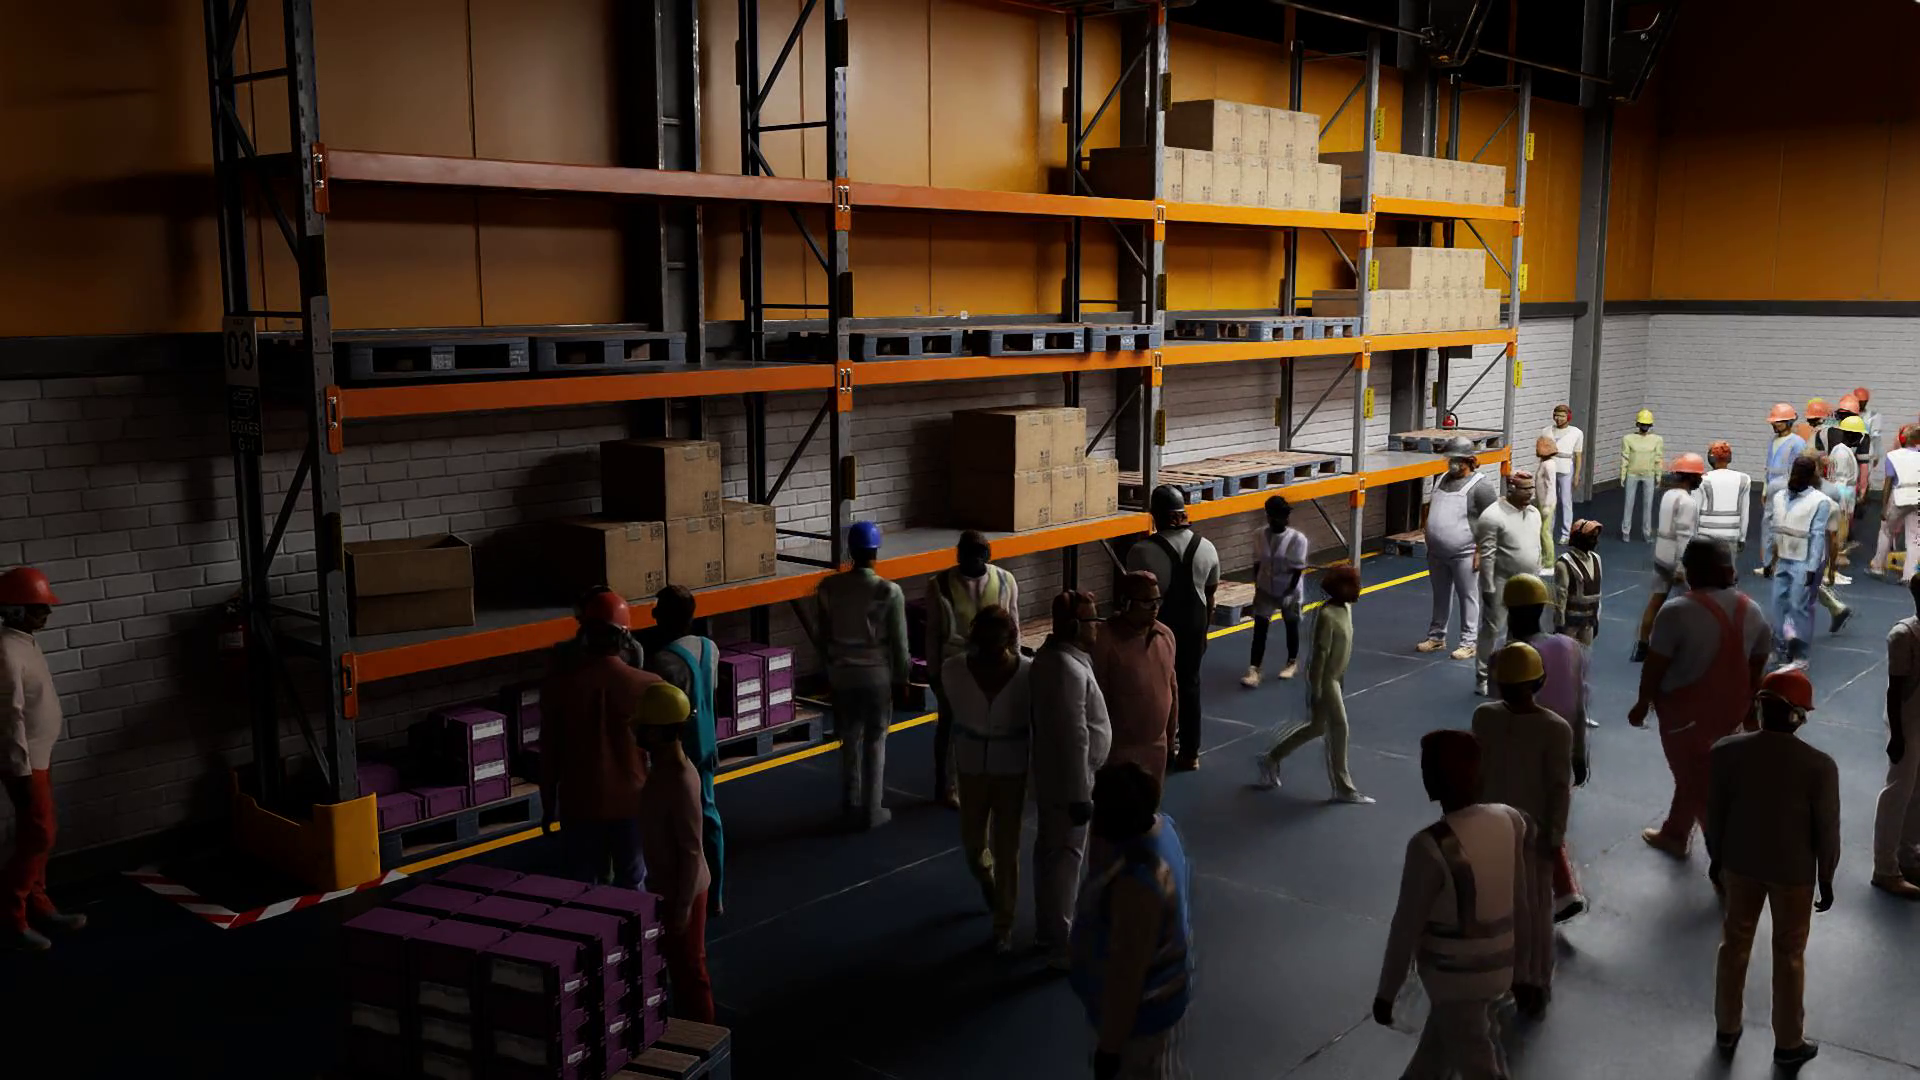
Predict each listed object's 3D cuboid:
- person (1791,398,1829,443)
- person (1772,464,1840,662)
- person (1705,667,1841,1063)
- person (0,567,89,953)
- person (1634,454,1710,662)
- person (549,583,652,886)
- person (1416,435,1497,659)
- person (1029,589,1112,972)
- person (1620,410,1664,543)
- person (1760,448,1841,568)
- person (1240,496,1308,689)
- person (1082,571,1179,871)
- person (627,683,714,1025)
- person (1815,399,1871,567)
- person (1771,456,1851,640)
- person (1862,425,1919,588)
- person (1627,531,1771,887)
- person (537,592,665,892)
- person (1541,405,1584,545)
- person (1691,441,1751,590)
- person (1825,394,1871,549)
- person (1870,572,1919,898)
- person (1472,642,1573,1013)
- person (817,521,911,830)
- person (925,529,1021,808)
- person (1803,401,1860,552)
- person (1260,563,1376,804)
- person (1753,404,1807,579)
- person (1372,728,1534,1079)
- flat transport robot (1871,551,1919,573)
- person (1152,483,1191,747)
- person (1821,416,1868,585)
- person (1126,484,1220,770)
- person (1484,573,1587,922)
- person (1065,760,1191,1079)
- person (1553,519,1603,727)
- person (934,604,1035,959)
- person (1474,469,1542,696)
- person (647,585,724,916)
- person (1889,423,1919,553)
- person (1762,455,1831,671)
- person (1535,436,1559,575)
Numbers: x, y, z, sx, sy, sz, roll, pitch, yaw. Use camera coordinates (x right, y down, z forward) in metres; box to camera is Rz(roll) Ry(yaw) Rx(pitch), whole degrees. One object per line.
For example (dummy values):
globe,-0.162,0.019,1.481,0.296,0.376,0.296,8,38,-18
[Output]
person,11.143,-0.899,21.778,0.383,1.919,0.583,-5,10,-27
person,7.527,0.226,14.814,0.519,1.824,0.619,3,9,20
person,3.593,1.422,7.357,0.338,1.742,0.563,-9,12,-44
person,-4.818,1.122,8.553,0.471,1.981,0.619,-4,10,-23
person,6.528,0.179,14.888,0.896,1.894,0.551,0,9,-2
person,-1.904,1.150,8.796,0.549,1.838,0.711,-3,9,-19
person,4.505,0.059,15.197,0.538,2.000,0.682,-6,11,-34
person,0.558,1.189,8.339,0.401,1.910,0.642,-1,9,-7
person,8.949,-0.833,21.852,0.526,1.762,0.339,2,9,15
person,7.958,0.052,15.749,0.646,1.903,0.928,6,11,35
person,2.666,0.436,14.041,0.521,1.625,0.931,5,10,31
person,0.945,1.100,8.962,0.635,1.899,0.397,-6,11,-35
person,-1.219,1.465,7.012,0.320,1.769,0.523,-3,9,-21
person,10.616,-0.686,20.061,0.612,2.029,0.407,7,11,38
person,8.188,0.074,15.852,0.778,1.807,0.614,-1,9,-9
person,10.666,-0.401,18.887,0.607,1.804,0.865,0,9,-1
person,4.309,0.930,9.581,0.690,2.000,0.966,-3,9,-20
person,-1.663,1.230,7.856,0.640,1.977,0.413,-2,9,-11
person,7.856,-0.854,21.754,0.397,1.836,0.560,-8,12,-40
person,7.426,-0.033,16.327,0.584,1.879,0.361,0,9,2
person,11.371,-0.880,21.398,0.622,1.994,0.381,1,9,4
person,5.374,1.067,9.321,0.514,1.845,0.338,-5,10,-31
person,2.618,1.340,7.859,0.350,1.758,0.522,-8,12,-41
person,-0.589,0.839,10.519,0.635,1.926,0.518,4,10,23
person,0.088,0.836,10.868,0.632,1.837,0.429,-1,9,-8
person,10.924,-0.795,21.069,0.965,1.950,0.605,2,9,16
person,2.383,0.927,11.045,0.756,1.603,0.527,4,10,26
person,9.453,-0.557,19.204,0.403,2.034,0.609,-1,9,-8
person,1.779,1.578,6.073,0.593,1.827,1.030,-7,11,-37
flat transport robot,11.410,0.308,19.274,0.652,0.197,1.431,-3,9,-18
person,1.576,0.548,12.334,0.387,1.955,0.603,-3,9,-21
person,10.027,-0.450,18.881,0.397,1.920,0.586,5,10,29
person,1.435,0.611,11.635,0.681,2.000,0.535,-3,9,-18
person,3.021,1.127,8.764,0.642,1.898,0.540,-3,9,-18
person,0.595,1.628,5.869,0.433,1.812,0.736,2,9,13
person,4.712,0.648,12.723,0.514,1.634,0.313,-6,11,-34
person,0.178,1.191,8.651,0.619,1.812,0.681,1,9,5
person,4.557,0.362,13.720,0.650,1.899,0.400,-4,10,-25
person,-1.466,1.148,8.804,0.347,1.846,0.505,5,10,29
person,11.777,-0.675,20.436,0.674,1.882,0.674,-4,10,-26
person,7.384,0.203,14.694,0.387,1.910,0.652,-2,9,-14
person,6.839,-0.401,19.476,0.270,1.633,0.506,2,9,11
